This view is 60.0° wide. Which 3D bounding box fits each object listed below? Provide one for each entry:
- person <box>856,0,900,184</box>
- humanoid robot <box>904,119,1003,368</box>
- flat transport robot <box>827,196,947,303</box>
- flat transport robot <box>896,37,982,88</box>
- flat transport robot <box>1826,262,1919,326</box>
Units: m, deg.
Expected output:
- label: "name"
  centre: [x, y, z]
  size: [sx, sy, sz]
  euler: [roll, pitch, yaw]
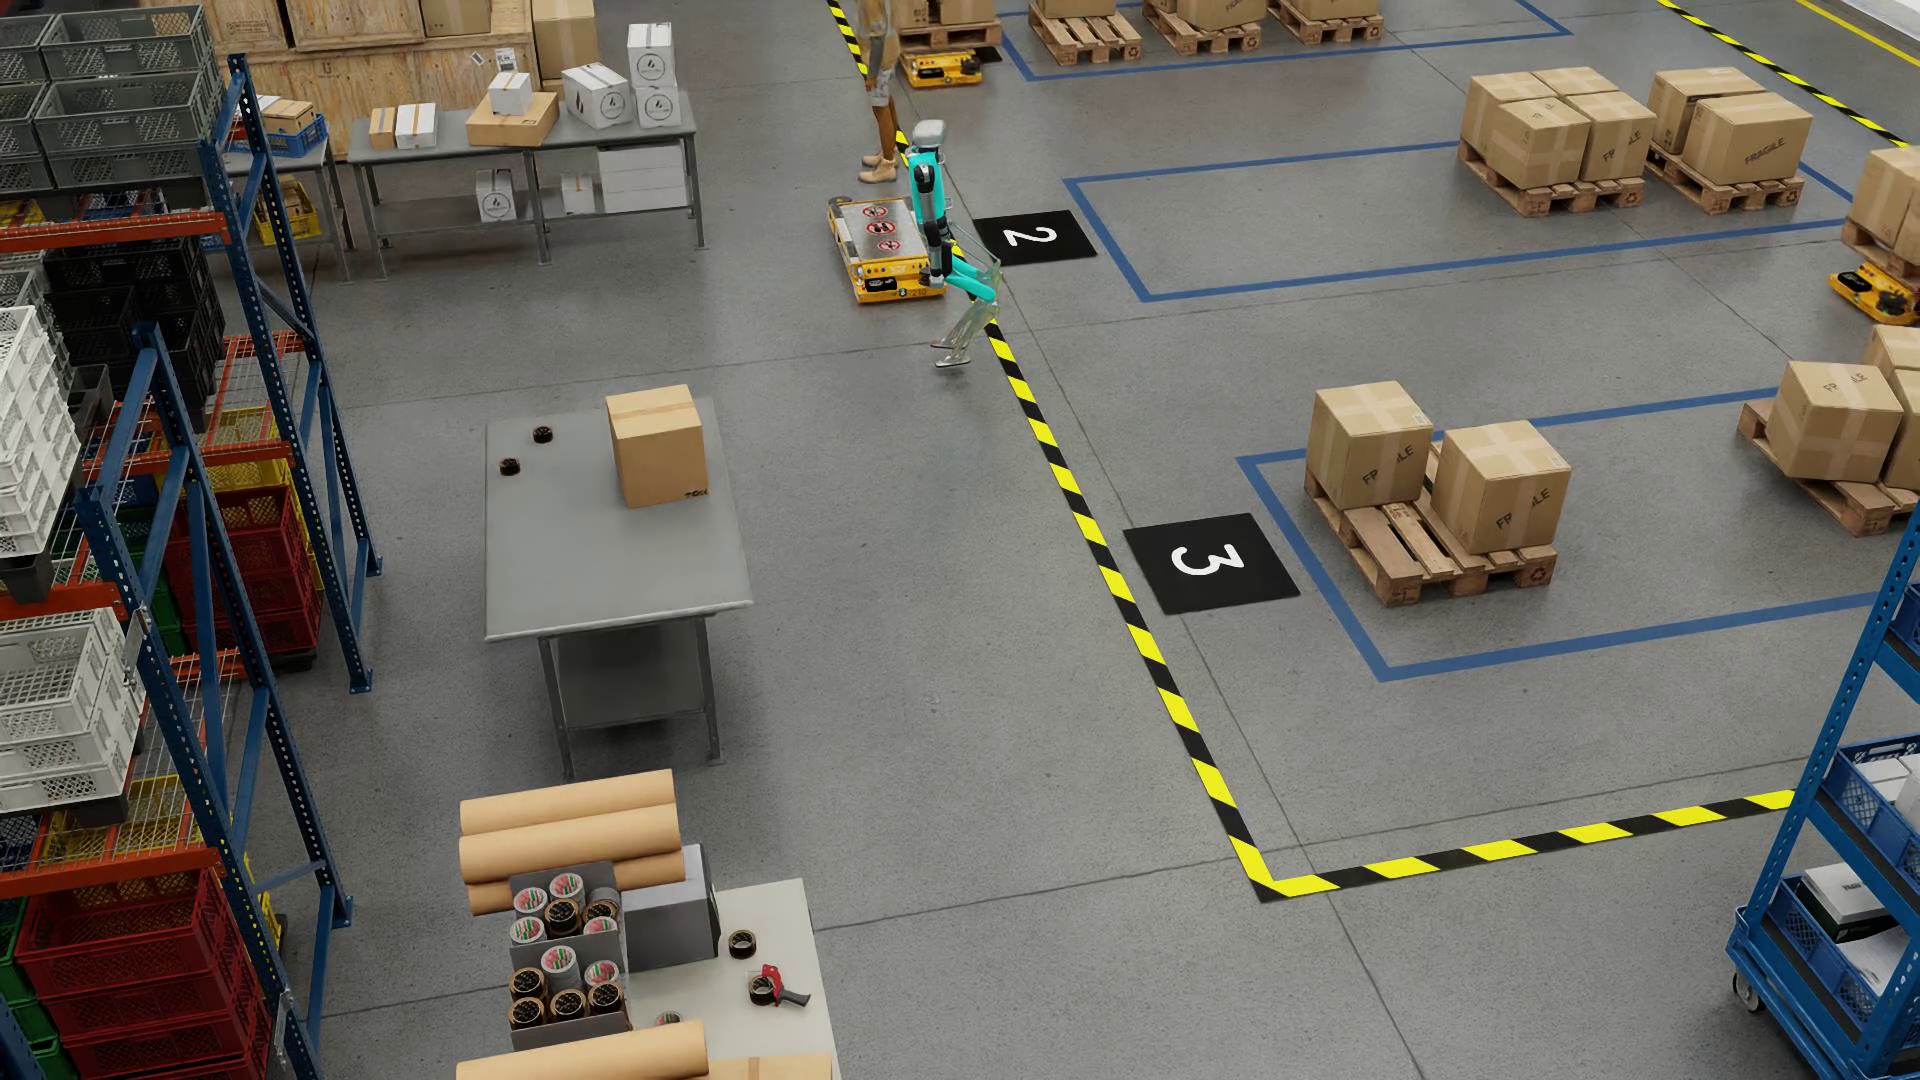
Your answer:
- label: "person"
  centre: [-0.682, -3.839, 13.238]
  size: [0.400, 2.033, 0.607]
  euler: [4, 37, 6]
- label: "humanoid robot"
  centre: [0.021, -1.909, 10.781]
  size: [0.735, 1.672, 0.533]
  euler: [-2, 37, -2]
- label: "flat transport robot"
  centre: [-0.570, -2.220, 12.538]
  size: [0.659, 0.231, 1.431]
  euler: [-8, 37, -10]
- label: "flat transport robot"
  centre: [-0.267, -4.677, 15.817]
  size: [0.652, 0.197, 1.431]
  euler: [-8, 37, -10]
- label: "flat transport robot"
  centre: [7.126, -1.861, 12.031]
  size: [1.431, 0.197, 0.652]
  euler: [-8, 37, -10]
